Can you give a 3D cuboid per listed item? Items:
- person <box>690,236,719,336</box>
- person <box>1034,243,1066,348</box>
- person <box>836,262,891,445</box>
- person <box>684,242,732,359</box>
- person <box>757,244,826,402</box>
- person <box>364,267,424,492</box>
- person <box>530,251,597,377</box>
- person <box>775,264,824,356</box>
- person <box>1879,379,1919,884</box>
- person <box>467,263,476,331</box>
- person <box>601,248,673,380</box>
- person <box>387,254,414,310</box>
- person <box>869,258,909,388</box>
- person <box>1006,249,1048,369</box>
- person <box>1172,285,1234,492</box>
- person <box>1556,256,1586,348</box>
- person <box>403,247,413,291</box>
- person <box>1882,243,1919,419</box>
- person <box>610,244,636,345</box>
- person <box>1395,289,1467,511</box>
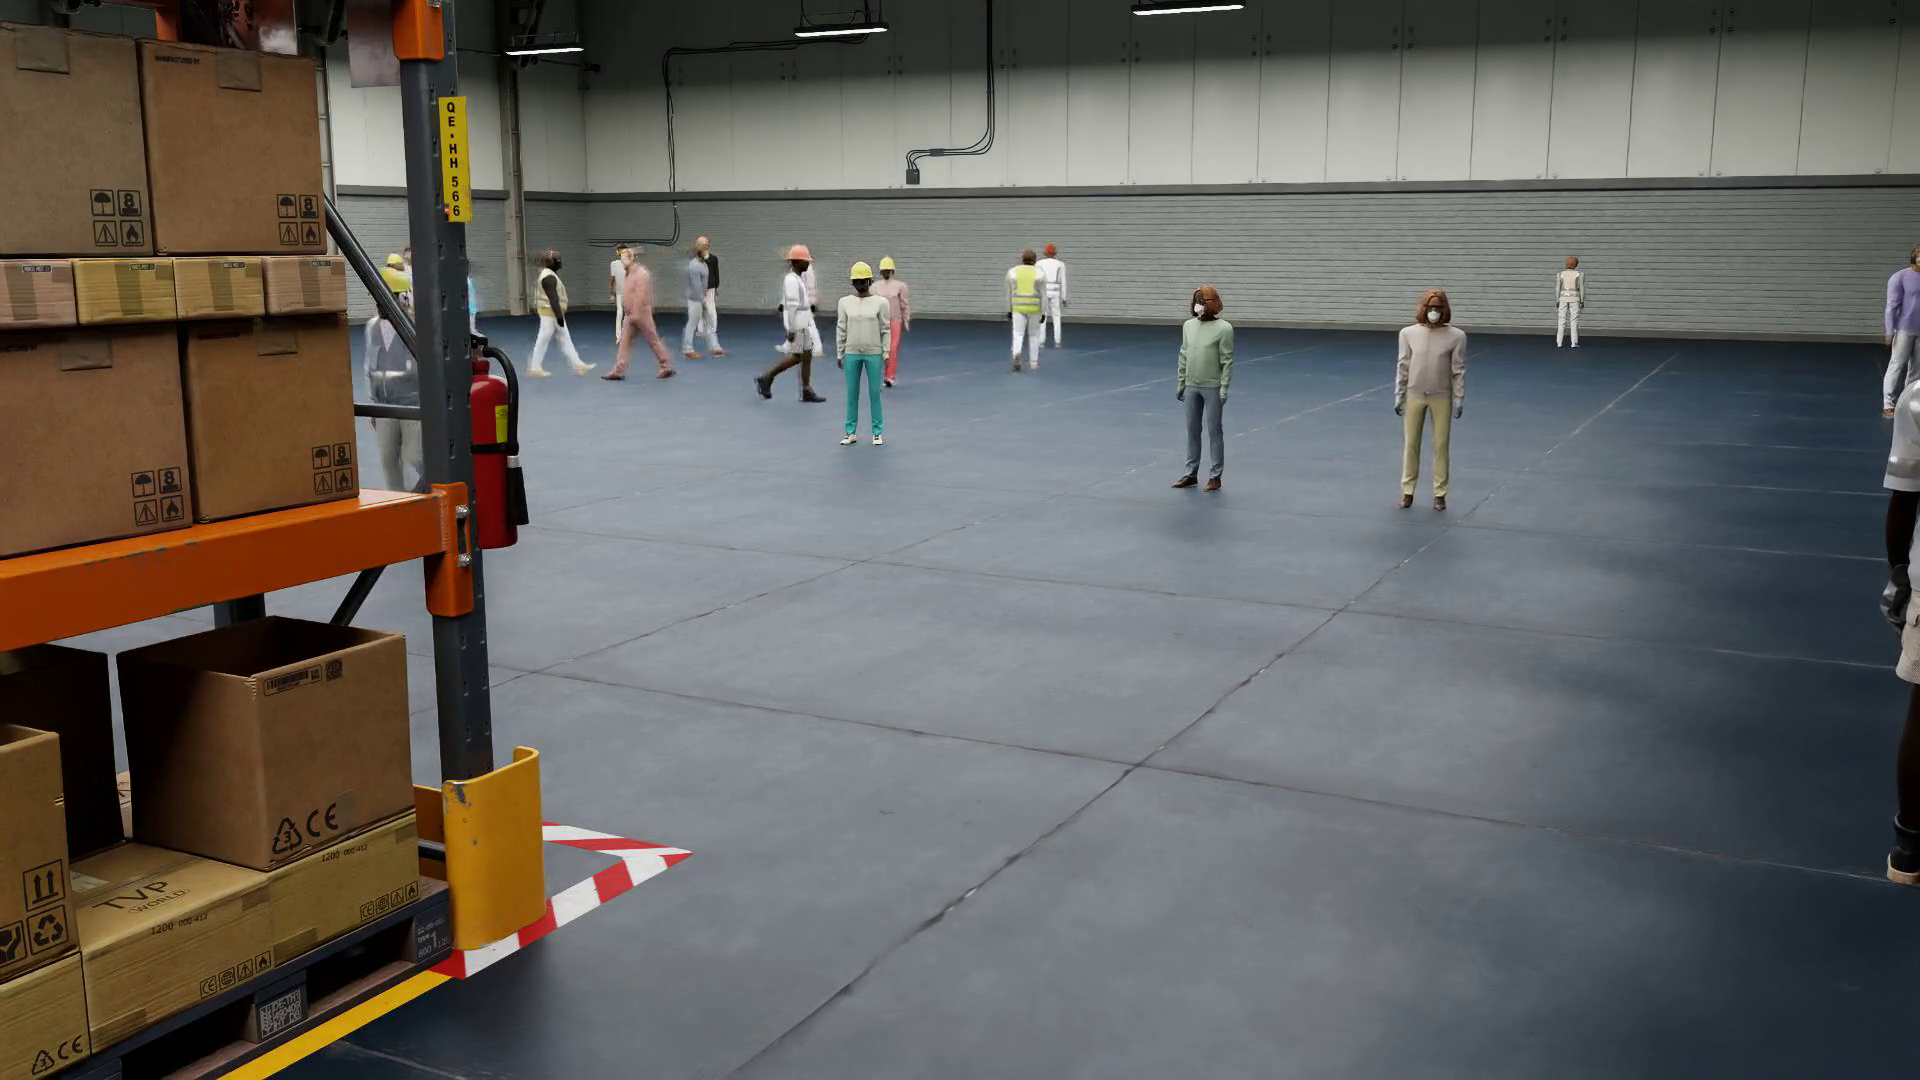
[{"bbox_3d":[-5.156,-5.103,33.496,0.621,1.992,0.397,-6,12,-29],"label":"person"},{"bbox_3d":[1.611,-4.417,30.059,0.584,1.882,0.342,-1,10,-3],"label":"person"},{"bbox_3d":[-0.935,-1.791,16.063,0.535,1.767,0.317,2,11,8],"label":"person"},{"bbox_3d":[-4.161,-3.908,27.223,0.902,1.898,0.652,2,11,12],"label":"person"},{"bbox_3d":[-2.039,-2.601,20.092,0.747,1.918,0.550,1,10,5],"label":"person"},{"bbox_3d":[-3.772,-0.947,11.327,0.603,1.810,0.510,3,11,16],"label":"person"},{"bbox_3d":[-5.717,-3.207,23.709,0.963,1.788,0.646,-2,11,-10],"label":"person"},{"bbox_3d":[-2.704,-3.966,27.898,0.986,1.783,0.640,4,11,20],"label":"person"},{"bbox_3d":[3.138,0.125,5.064,0.610,1.965,0.364,9,14,42],"label":"person"},{"bbox_3d":[-7.588,-3.405,25.080,0.683,1.671,0.553,-2,11,-12],"label":"person"},{"bbox_3d":[-4.521,-3.160,23.353,1.072,1.846,0.636,-9,14,-40],"label":"person"},{"bbox_3d":[-9.056,-3.756,26.878,0.502,1.727,0.411,3,11,15],"label":"person"},{"bbox_3d":[-0.973,-2.871,22.085,0.550,1.718,0.927,2,11,11],"label":"person"},{"bbox_3d":[1.000,-3.443,24.929,0.637,1.818,0.730,2,11,10],"label":"person"},{"bbox_3d":[1.936,-1.205,13.226,0.497,1.633,0.285,10,14,43],"label":"person"},{"bbox_3d":[10.984,-4.275,29.948,0.514,1.642,0.307,7,12,33],"label":"person"},{"bbox_3d":[-9.242,-4.013,28.025,0.591,1.819,0.852,2,11,11],"label":"person"},{"bbox_3d":[10.512,-2.296,18.345,0.635,1.937,0.353,-1,10,-4],"label":"person"},{"bbox_3d":[-6.221,-4.558,30.877,0.538,1.866,0.313,-2,11,-10],"label":"person"},{"bbox_3d":[3.472,-1.031,12.292,0.502,1.633,0.291,5,11,24],"label":"person"}]
